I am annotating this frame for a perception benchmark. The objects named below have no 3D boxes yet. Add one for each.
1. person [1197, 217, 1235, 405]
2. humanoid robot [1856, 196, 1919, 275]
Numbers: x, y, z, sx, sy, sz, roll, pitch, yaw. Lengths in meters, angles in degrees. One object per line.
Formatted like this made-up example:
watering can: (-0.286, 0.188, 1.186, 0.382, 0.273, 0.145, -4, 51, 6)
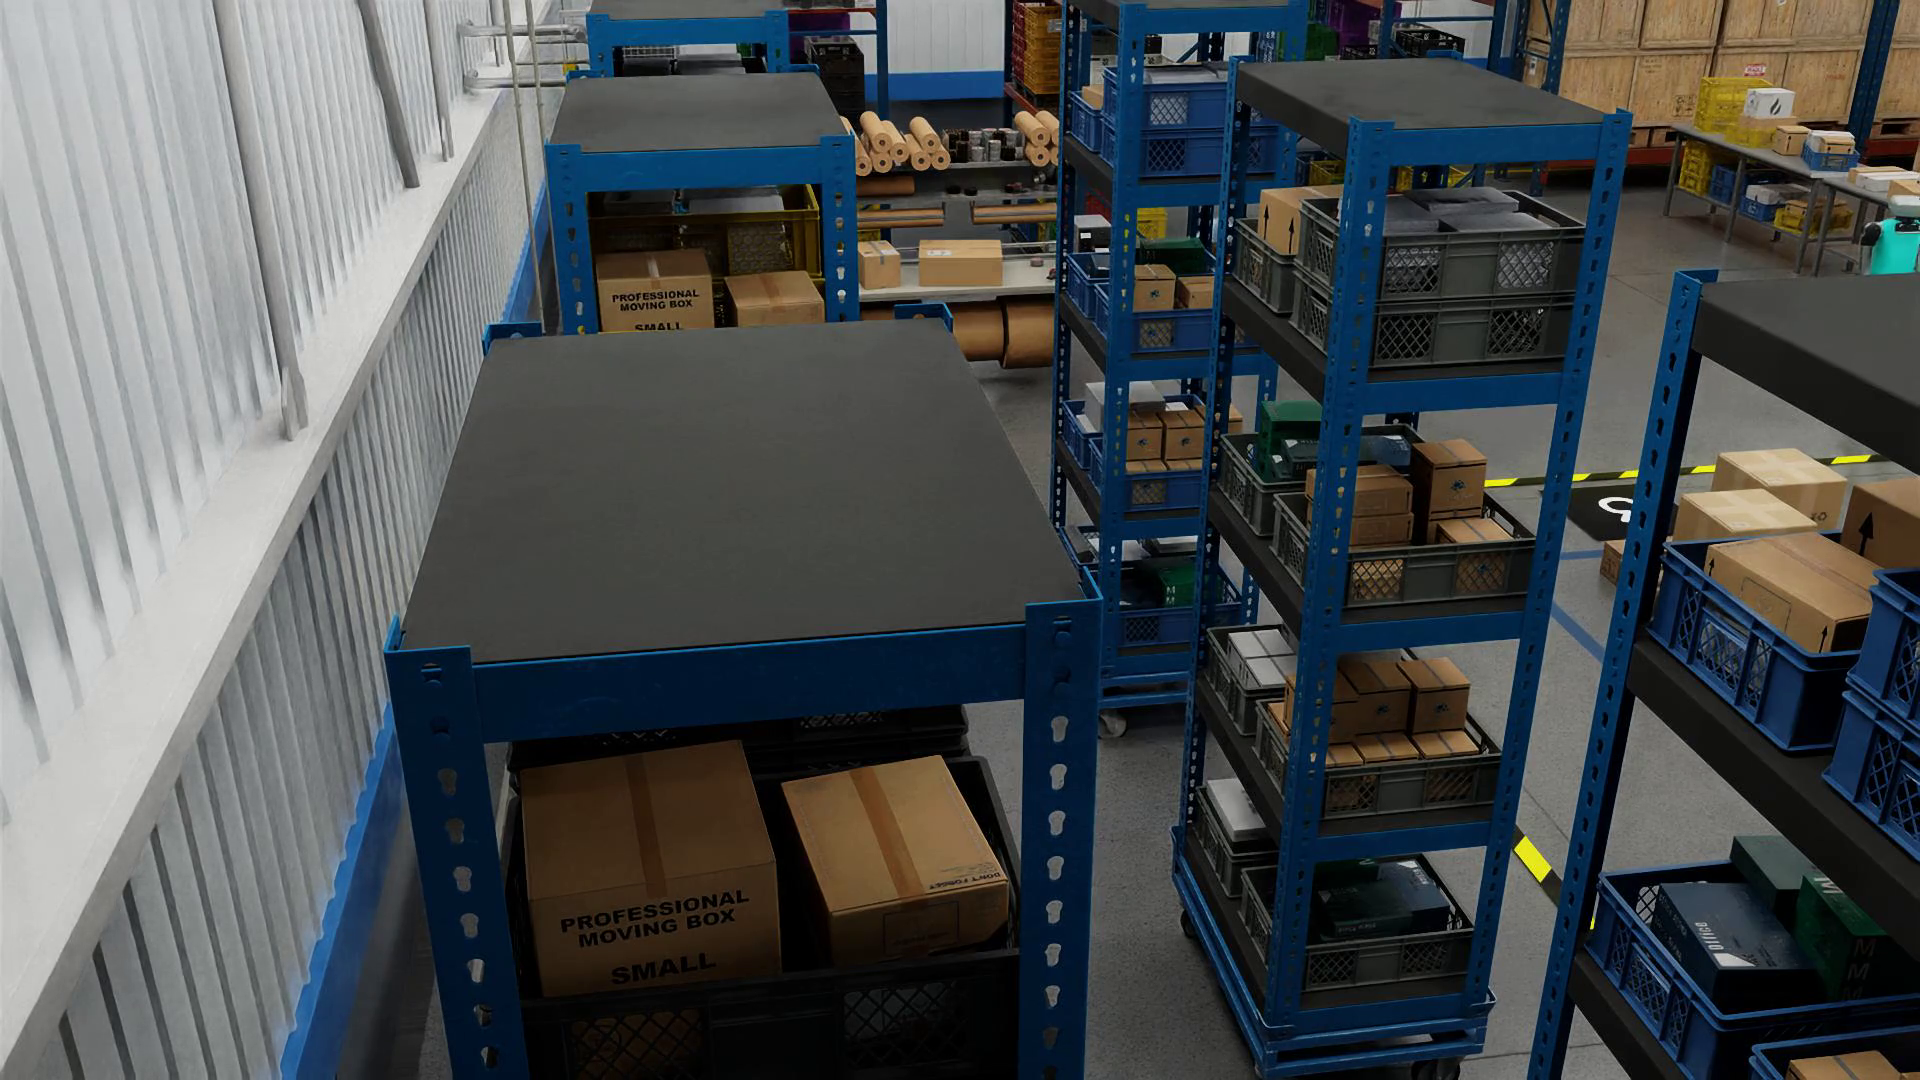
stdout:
person: (1.670, -1.238, 11.096, 0.397, 1.850, 0.597, -4, 25, -10)
humanoid robot: (6.624, -1.501, 11.737, 0.549, 1.716, 0.745, -1, 25, -1)
